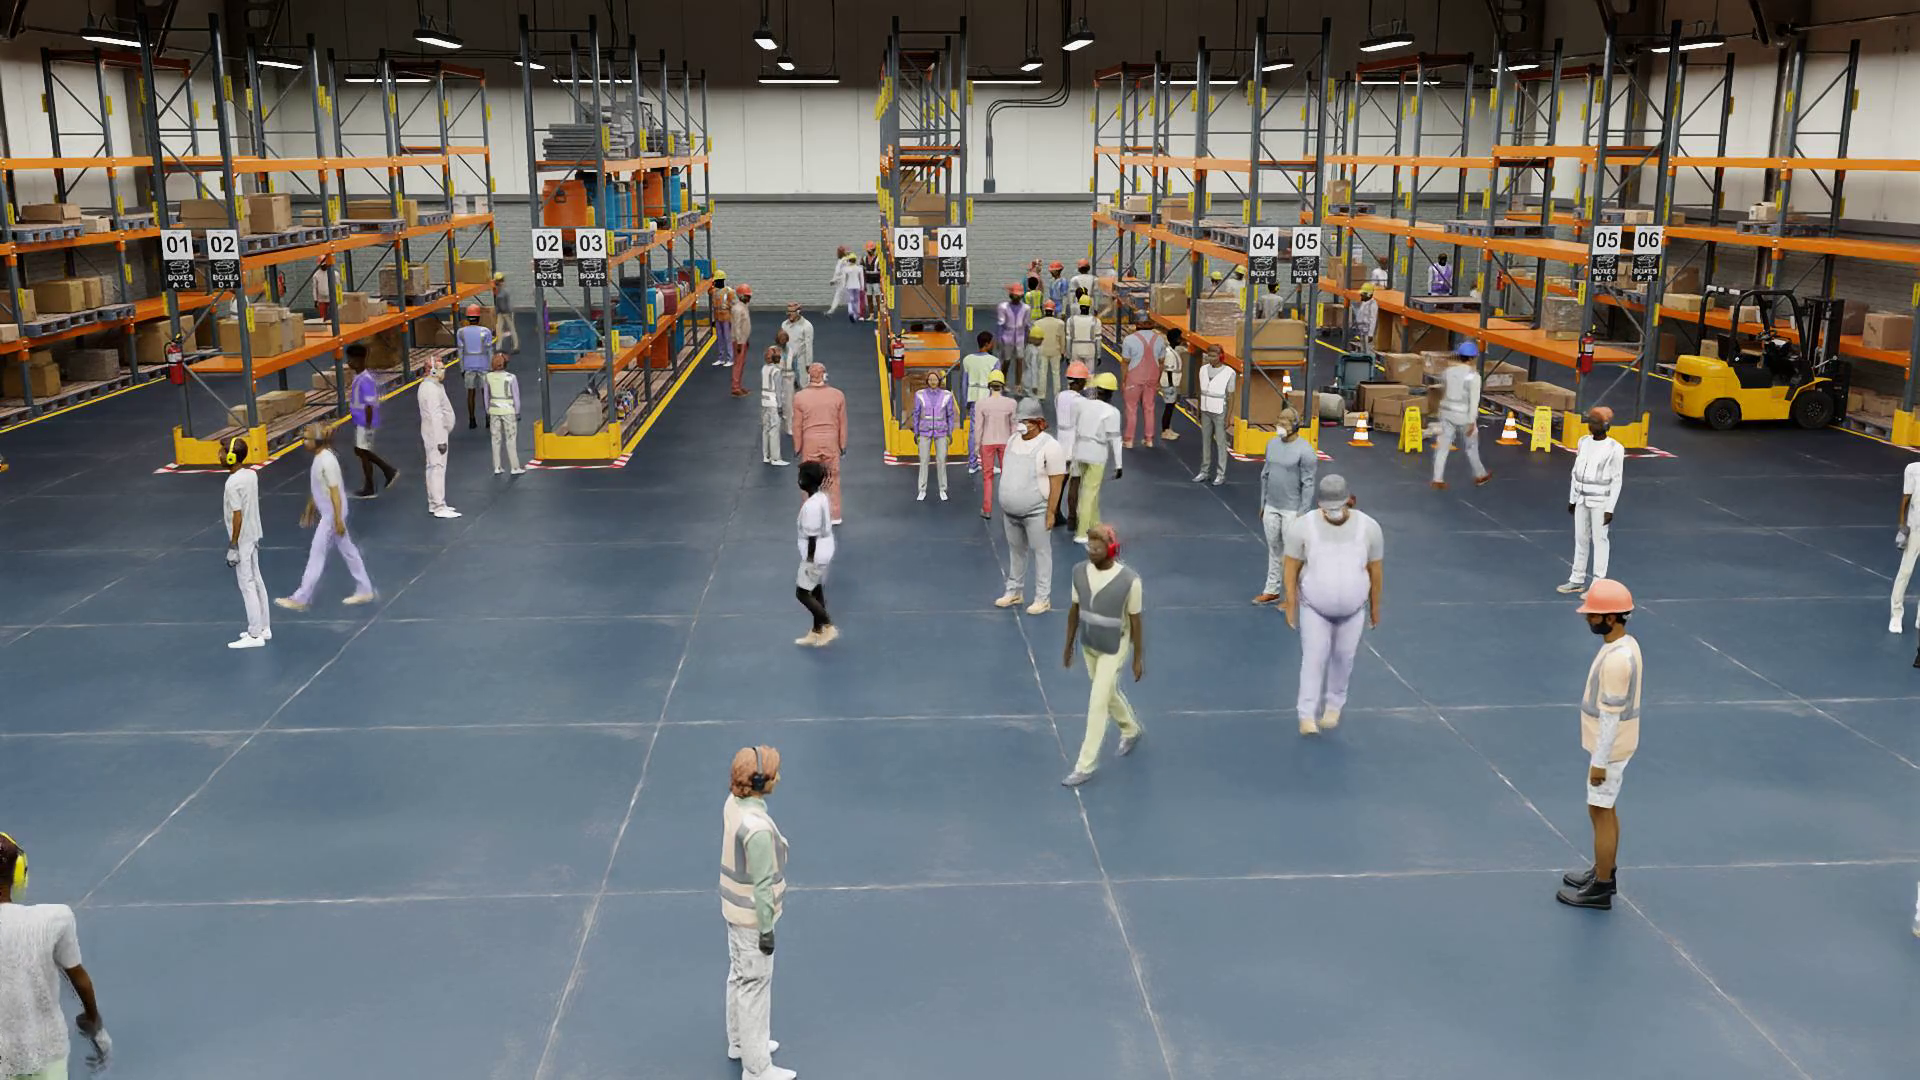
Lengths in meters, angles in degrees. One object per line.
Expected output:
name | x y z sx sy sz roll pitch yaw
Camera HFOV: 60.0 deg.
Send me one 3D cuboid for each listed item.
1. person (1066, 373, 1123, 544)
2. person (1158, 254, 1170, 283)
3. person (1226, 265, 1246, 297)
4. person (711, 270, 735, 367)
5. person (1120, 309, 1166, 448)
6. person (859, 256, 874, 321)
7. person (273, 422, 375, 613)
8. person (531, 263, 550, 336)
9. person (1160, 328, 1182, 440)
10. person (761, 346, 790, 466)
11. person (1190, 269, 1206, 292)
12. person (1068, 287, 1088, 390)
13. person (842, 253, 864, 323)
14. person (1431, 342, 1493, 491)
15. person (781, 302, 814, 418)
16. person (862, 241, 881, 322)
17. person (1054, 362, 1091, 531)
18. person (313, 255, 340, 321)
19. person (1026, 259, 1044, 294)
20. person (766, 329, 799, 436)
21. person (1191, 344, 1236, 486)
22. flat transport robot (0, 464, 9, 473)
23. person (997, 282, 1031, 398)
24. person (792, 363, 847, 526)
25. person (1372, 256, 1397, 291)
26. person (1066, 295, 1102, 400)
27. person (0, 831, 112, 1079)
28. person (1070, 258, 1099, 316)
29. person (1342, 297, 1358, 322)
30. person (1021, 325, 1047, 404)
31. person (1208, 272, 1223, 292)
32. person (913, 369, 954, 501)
person | 1.548 -0.918 18.479 0.623 1.883 0.797 13 18 43
person | 5.296 -6.626 43.195 0.314 1.639 0.517 5 14 20
person | 6.222 -5.310 37.383 0.540 1.752 0.596 0 13 0
person | -4.763 -4.431 33.280 0.593 1.924 0.384 10 17 37
person | 2.621 -2.365 24.286 0.686 2.000 0.535 -5 14 -21
person | -2.409 -6.391 42.212 0.507 1.631 0.266 -5 14 -20
person | -6.058 -0.215 15.684 0.971 1.794 0.516 -6 14 -23
person | -9.803 -5.635 38.755 0.340 1.749 0.572 -9 16 -35
person | 3.159 -2.334 24.919 0.319 1.686 0.539 3 14 12
person | -2.581 -1.847 22.950 0.315 1.641 0.515 -8 15 -29
person | 5.716 -5.892 39.634 0.590 1.851 0.556 9 16 33
person | 2.155 -3.638 30.068 0.319 1.865 0.519 -8 15 -30
person | -2.658 -6.277 41.480 0.531 1.746 0.592 -2 13 -9
person | 6.448 -1.584 21.284 0.993 1.893 0.604 -10 17 -36
person | -2.643 -2.877 26.774 0.642 1.899 0.394 9 16 33
person | -2.204 -6.480 41.755 0.620 2.028 0.410 7 15 29
person | 1.305 -1.077 19.086 0.404 1.926 0.540 -8 16 -32
person | -14.101 -5.350 37.054 0.609 1.984 0.399 -1 13 -3
person | 1.677 -5.286 36.979 0.394 1.899 0.642 -3 14 -12
person | -2.734 -2.419 25.403 0.542 1.621 0.496 -7 15 -26
person | 3.318 -1.635 21.621 0.389 1.842 0.566 -13 18 -43
flat transport robot | -13.137 -0.890 21.828 0.652 0.197 1.431 -2 13 -8
person | 0.937 -3.539 29.325 0.637 2.012 0.873 -2 13 -7
person | -1.619 -1.093 19.200 0.639 1.902 0.406 -3 14 -12
person | 9.865 -5.707 38.822 0.608 1.870 0.666 1 13 3
person | 2.053 -3.092 27.608 0.595 1.925 0.374 2 13 10
person | -3.590 1.961 6.417 0.541 1.834 0.873 -5 14 -21
person | 2.617 -4.929 35.198 0.620 2.030 0.454 -1 13 -5
person | 9.791 -6.290 41.849 0.716 1.613 0.506 11 17 38
person | 1.104 -2.371 24.988 0.361 1.724 0.529 -3 14 -14
person | 5.372 -4.770 35.067 0.322 1.765 0.533 -1 13 -6
person | -0.332 -1.304 20.651 0.511 1.641 0.307 0 13 -1
